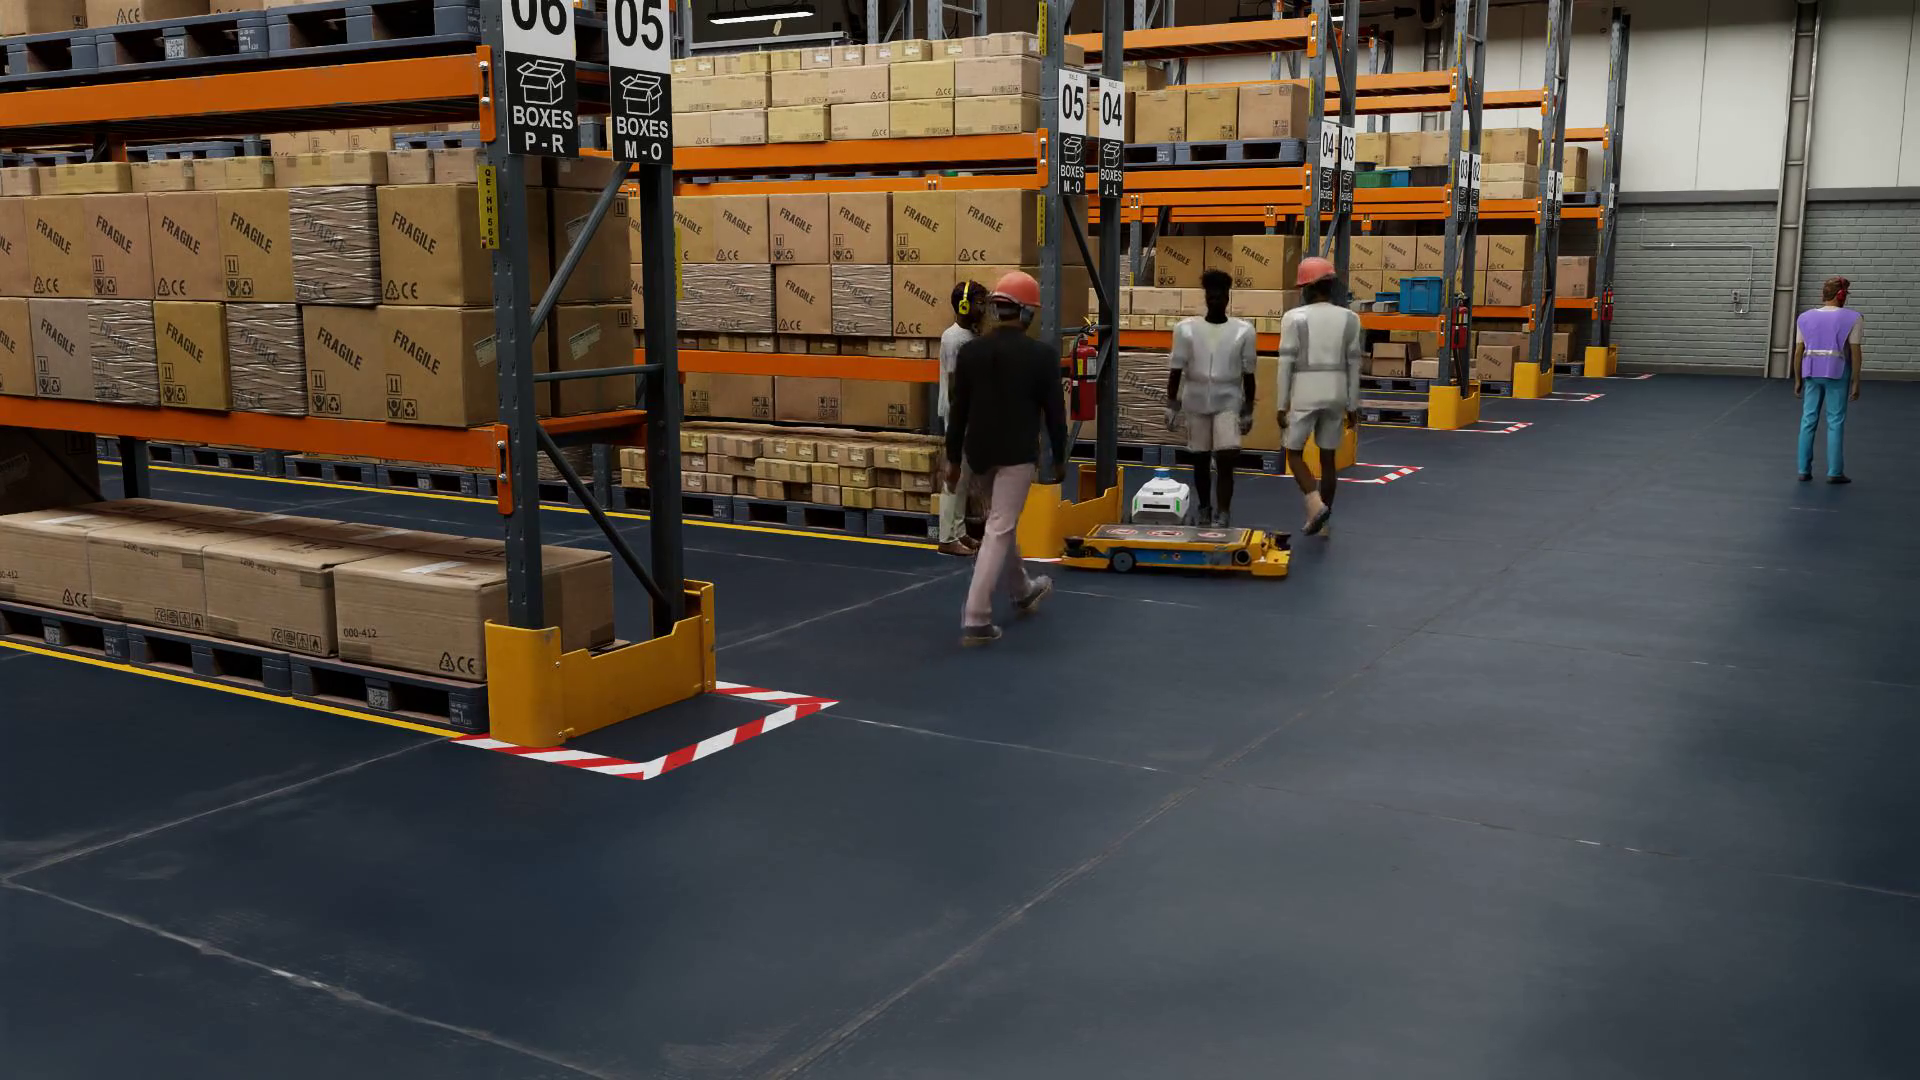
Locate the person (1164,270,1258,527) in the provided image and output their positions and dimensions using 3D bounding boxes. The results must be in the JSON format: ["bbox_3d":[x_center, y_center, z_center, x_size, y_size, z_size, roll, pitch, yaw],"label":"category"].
[{"bbox_3d":[1.763,-0.936,11.808,0.626,1.923,0.955,3,10,16],"label":"person"}]

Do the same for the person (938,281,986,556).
[{"bbox_3d":[0.019,-0.820,11.322,0.326,1.860,0.515,2,10,14],"label":"person"}]

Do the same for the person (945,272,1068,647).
[{"bbox_3d":[0.290,-0.449,8.900,0.604,1.932,1.049,7,12,36],"label":"person"}]

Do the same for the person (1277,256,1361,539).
[{"bbox_3d":[2.554,-0.981,11.781,0.633,2.028,0.572,-1,10,-7],"label":"person"}]

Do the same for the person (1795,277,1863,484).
[{"bbox_3d":[7.754,-1.421,14.896,0.390,1.838,0.563,-8,13,-41],"label":"person"}]

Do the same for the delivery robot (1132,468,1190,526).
[{"bbox_3d":[1.399,-0.254,11.541,0.477,0.478,0.707,2,10,13],"label":"delivery robot"}]

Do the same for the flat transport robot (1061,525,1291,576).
[{"bbox_3d":[1.423,0.051,10.857,1.431,0.197,0.652,2,10,13],"label":"flat transport robot"}]
